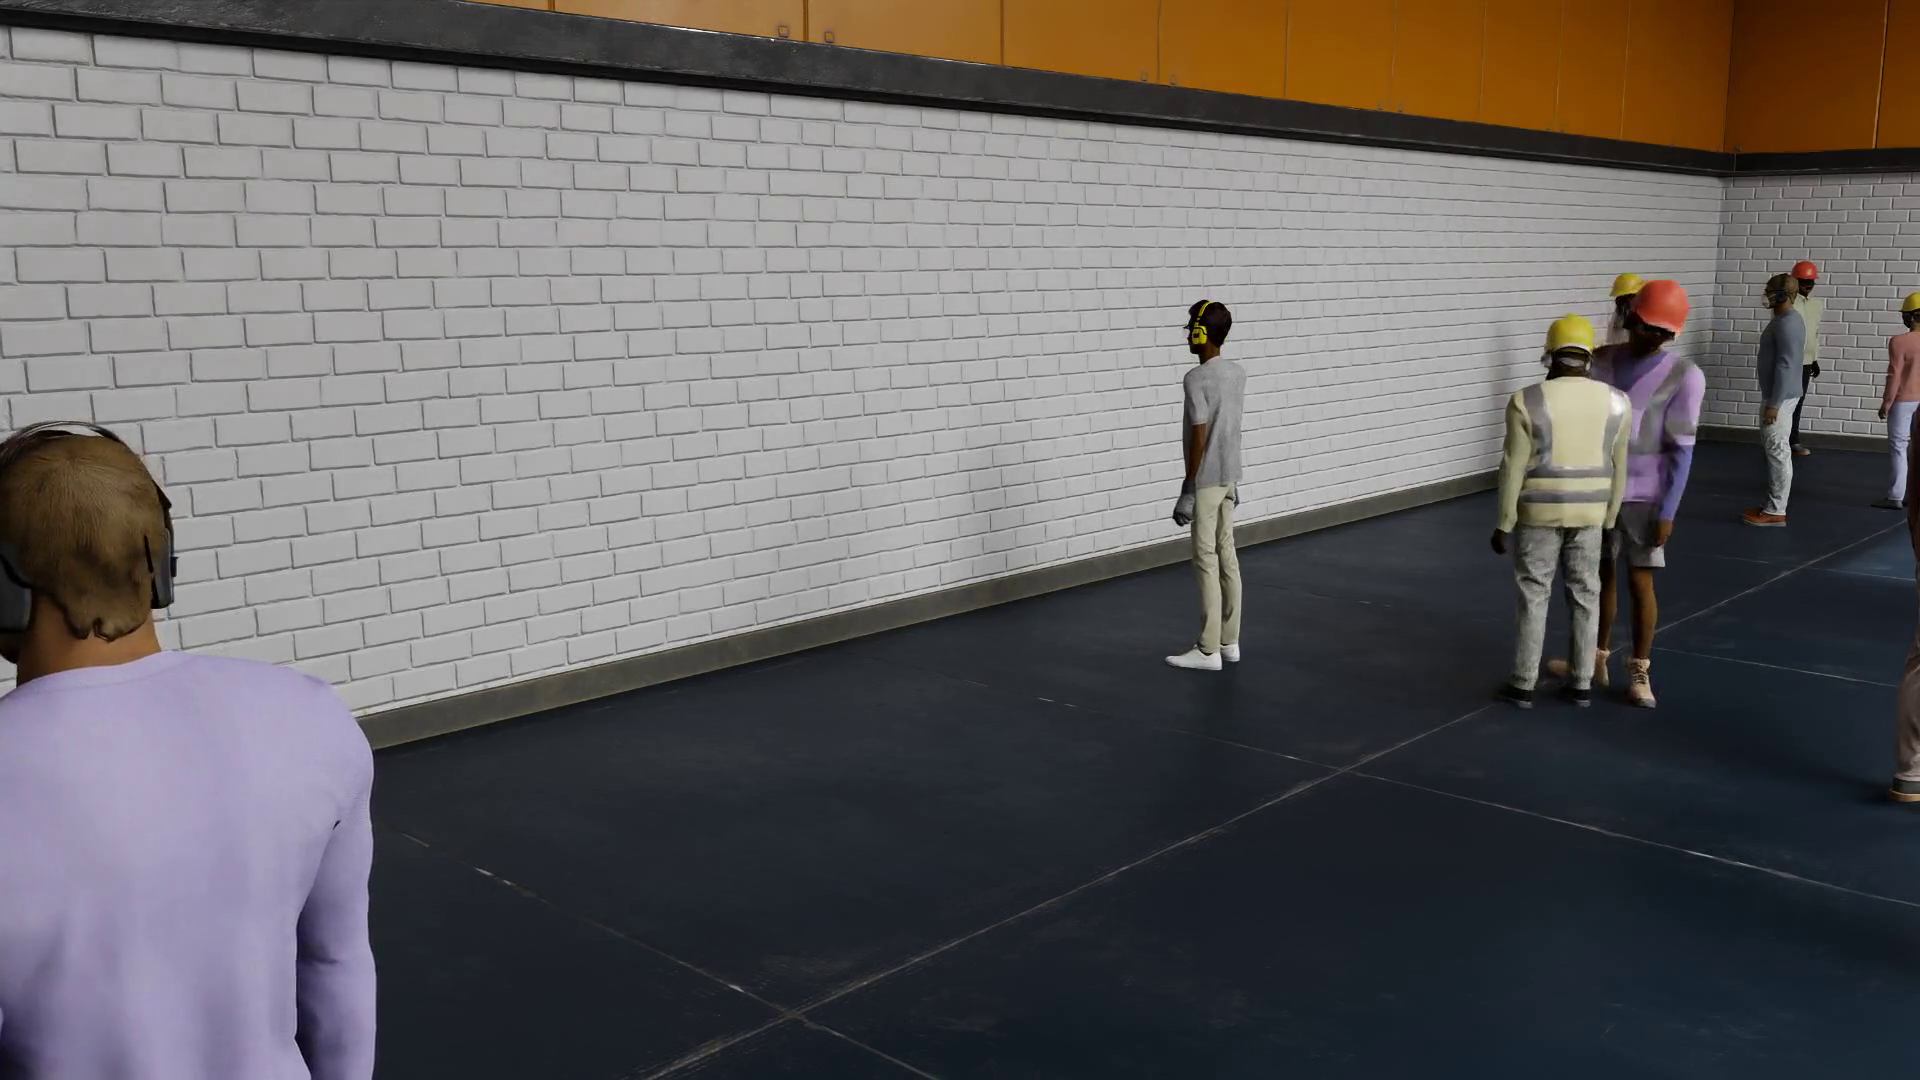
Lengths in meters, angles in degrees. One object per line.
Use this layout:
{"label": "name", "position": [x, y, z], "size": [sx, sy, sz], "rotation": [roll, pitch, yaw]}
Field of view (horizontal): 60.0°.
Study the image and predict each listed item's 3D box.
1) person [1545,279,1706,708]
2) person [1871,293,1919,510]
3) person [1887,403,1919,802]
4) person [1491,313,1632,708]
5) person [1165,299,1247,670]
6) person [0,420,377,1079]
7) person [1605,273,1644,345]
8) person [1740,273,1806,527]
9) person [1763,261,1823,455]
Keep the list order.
{"label": "person", "position": [3.073, -0.222, 7.825], "size": [0.419, 1.997, 0.790], "rotation": [-6, 12, -31]}
{"label": "person", "position": [7.733, -1.125, 13.569], "size": [0.535, 1.767, 0.315], "rotation": [-3, 10, -16]}
{"label": "person", "position": [3.758, 0.060, 6.163], "size": [0.372, 1.997, 0.622], "rotation": [-1, 10, -5]}
{"label": "person", "position": [2.769, -0.125, 7.697], "size": [0.597, 1.831, 0.404], "rotation": [-1, 10, -3]}
{"label": "person", "position": [1.250, -0.273, 8.419], "size": [0.334, 1.873, 0.517], "rotation": [8, 13, 38]}
{"label": "person", "position": [-0.967, 0.826, 1.972], "size": [0.357, 1.937, 0.638], "rotation": [6, 12, 32]}
{"label": "person", "position": [5.547, -1.265, 13.914], "size": [0.369, 1.925, 0.586], "rotation": [-3, 10, -15]}
{"label": "person", "position": [6.260, -1.070, 12.761], "size": [0.371, 1.941, 0.627], "rotation": [5, 11, 25]}
{"label": "person", "position": [8.568, -1.852, 17.055], "size": [0.614, 1.993, 0.395], "rotation": [-3, 10, -16]}
